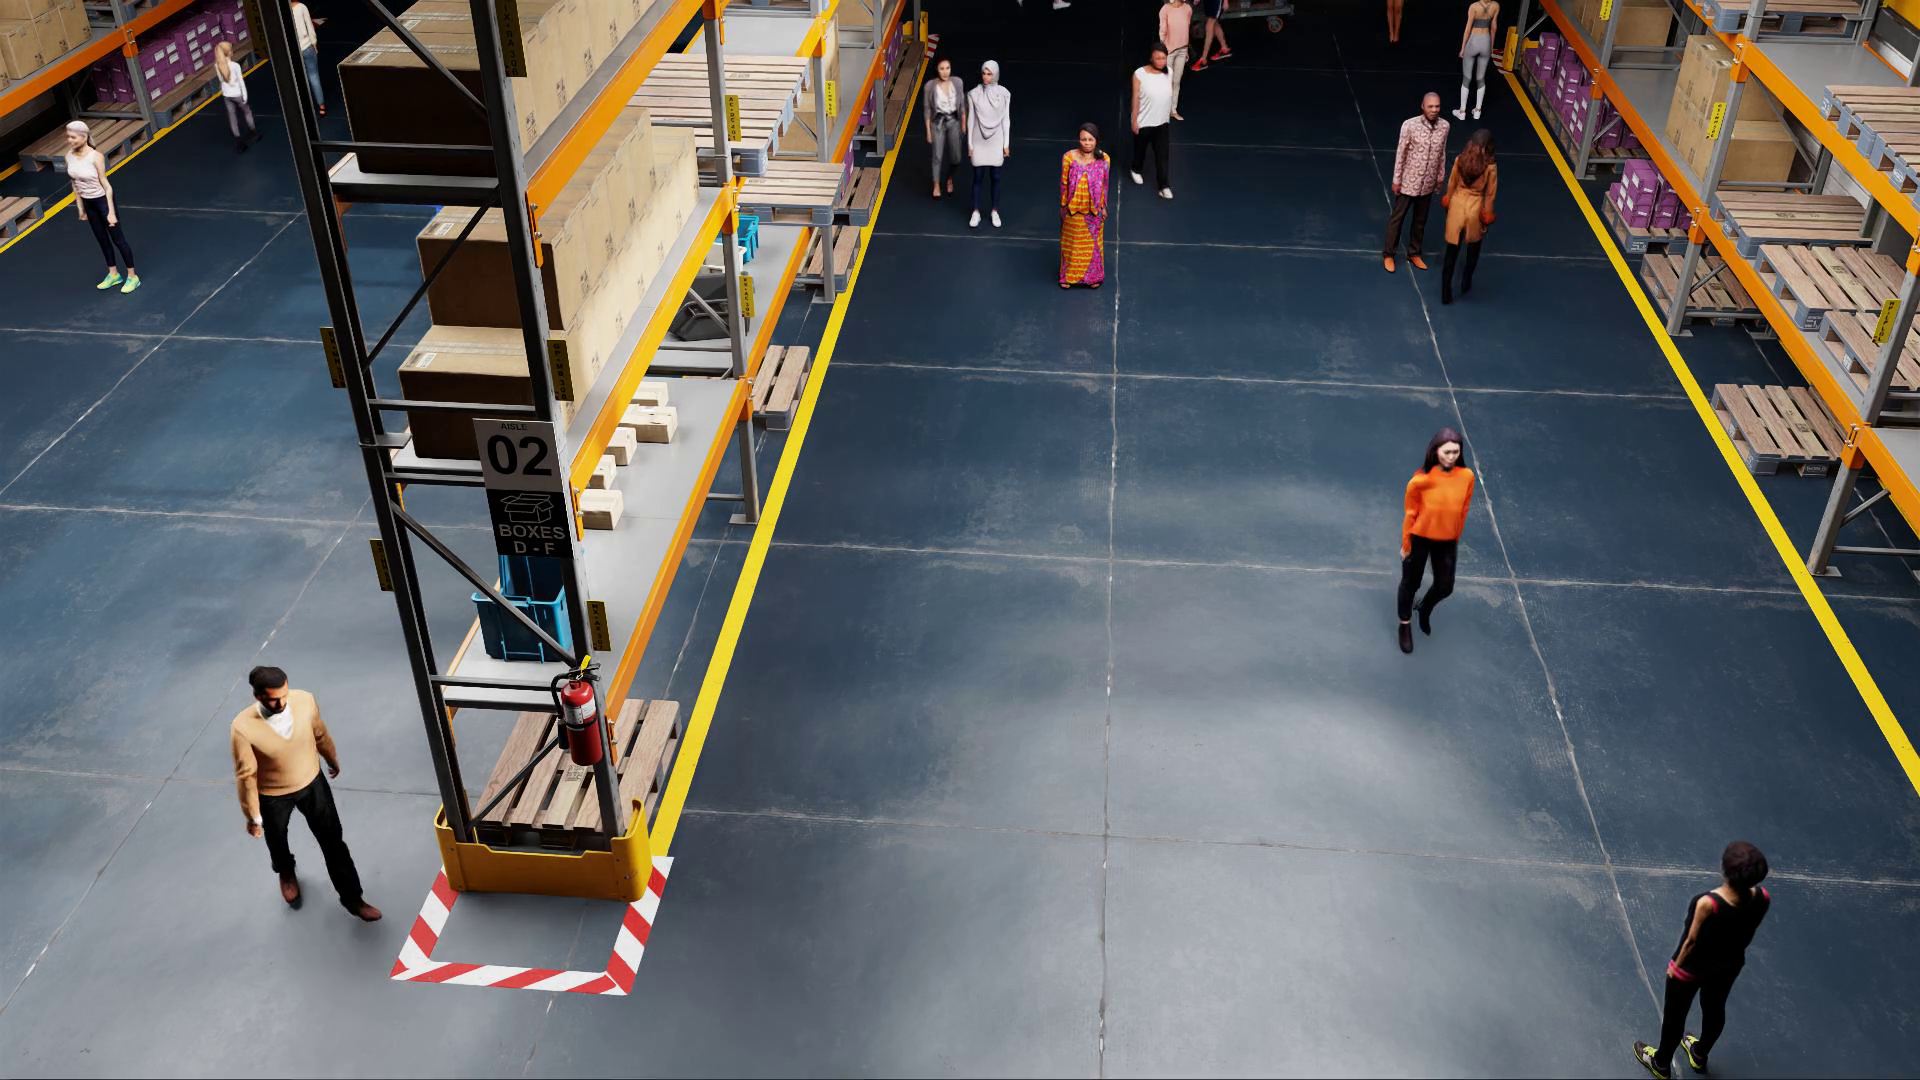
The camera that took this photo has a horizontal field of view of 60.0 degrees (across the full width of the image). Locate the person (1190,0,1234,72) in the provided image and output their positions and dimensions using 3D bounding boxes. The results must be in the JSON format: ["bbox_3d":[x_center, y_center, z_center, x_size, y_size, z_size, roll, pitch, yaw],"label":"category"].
[{"bbox_3d":[3.414,-7.209,22.060,1.085,1.819,1.094,-15,36,-21],"label":"person"}]

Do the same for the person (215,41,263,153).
[{"bbox_3d":[-8.550,-5.179,19.517,0.512,1.254,0.776,1,34,1],"label":"person"}]

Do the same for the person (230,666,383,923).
[{"bbox_3d":[-3.770,1.352,9.283,1.189,1.706,1.222,-26,42,-34],"label":"person"}]

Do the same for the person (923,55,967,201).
[{"bbox_3d":[-0.177,-4.485,18.115,0.738,1.649,0.757,-6,34,-10],"label":"person"}]

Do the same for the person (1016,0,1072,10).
[{"bbox_3d":[1.181,-8.575,24.199,0.869,1.727,1.132,-6,34,-9],"label":"person"}]

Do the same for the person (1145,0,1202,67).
[{"bbox_3d":[2.921,-7.040,21.932,0.863,1.680,1.049,-11,35,-16],"label":"person"}]

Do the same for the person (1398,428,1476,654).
[{"bbox_3d":[3.175,-0.037,11.341,0.653,1.741,0.670,-1,34,-2],"label":"person"}]

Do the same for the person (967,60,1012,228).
[{"bbox_3d":[0.295,-4.186,17.551,0.618,1.776,0.546,0,34,1],"label":"person"}]

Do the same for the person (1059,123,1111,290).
[{"bbox_3d":[1.220,-3.284,16.276,0.662,1.686,0.672,-1,34,-1],"label":"person"}]

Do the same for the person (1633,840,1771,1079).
[{"bbox_3d":[3.744,2.094,8.305,0.594,1.553,0.592,-7,34,-10],"label":"person"}]

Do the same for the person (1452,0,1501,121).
[{"bbox_3d":[6.340,-6.019,20.376,0.597,1.702,0.554,-2,34,-4],"label":"person"}]

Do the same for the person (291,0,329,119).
[{"bbox_3d":[-8.105,-5.999,20.366,0.703,1.680,0.699,-13,36,-19],"label":"person"}]

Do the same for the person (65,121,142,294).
[{"bbox_3d":[-8.393,-3.264,16.228,0.639,1.705,0.599,10,35,15],"label":"person"}]

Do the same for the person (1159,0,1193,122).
[{"bbox_3d":[2.600,-5.974,20.288,0.683,1.725,0.695,-15,37,-22],"label":"person"}]

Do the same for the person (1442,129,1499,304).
[{"bbox_3d":[4.823,-3.063,15.929,0.858,1.702,0.875,15,36,21],"label":"person"}]

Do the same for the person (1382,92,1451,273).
[{"bbox_3d":[4.570,-3.598,16.638,0.743,1.808,0.682,-5,34,-8],"label":"person"}]

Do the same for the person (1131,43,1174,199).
[{"bbox_3d":[2.095,-4.664,18.391,0.943,1.642,1.195,-10,35,-15],"label":"person"}]
